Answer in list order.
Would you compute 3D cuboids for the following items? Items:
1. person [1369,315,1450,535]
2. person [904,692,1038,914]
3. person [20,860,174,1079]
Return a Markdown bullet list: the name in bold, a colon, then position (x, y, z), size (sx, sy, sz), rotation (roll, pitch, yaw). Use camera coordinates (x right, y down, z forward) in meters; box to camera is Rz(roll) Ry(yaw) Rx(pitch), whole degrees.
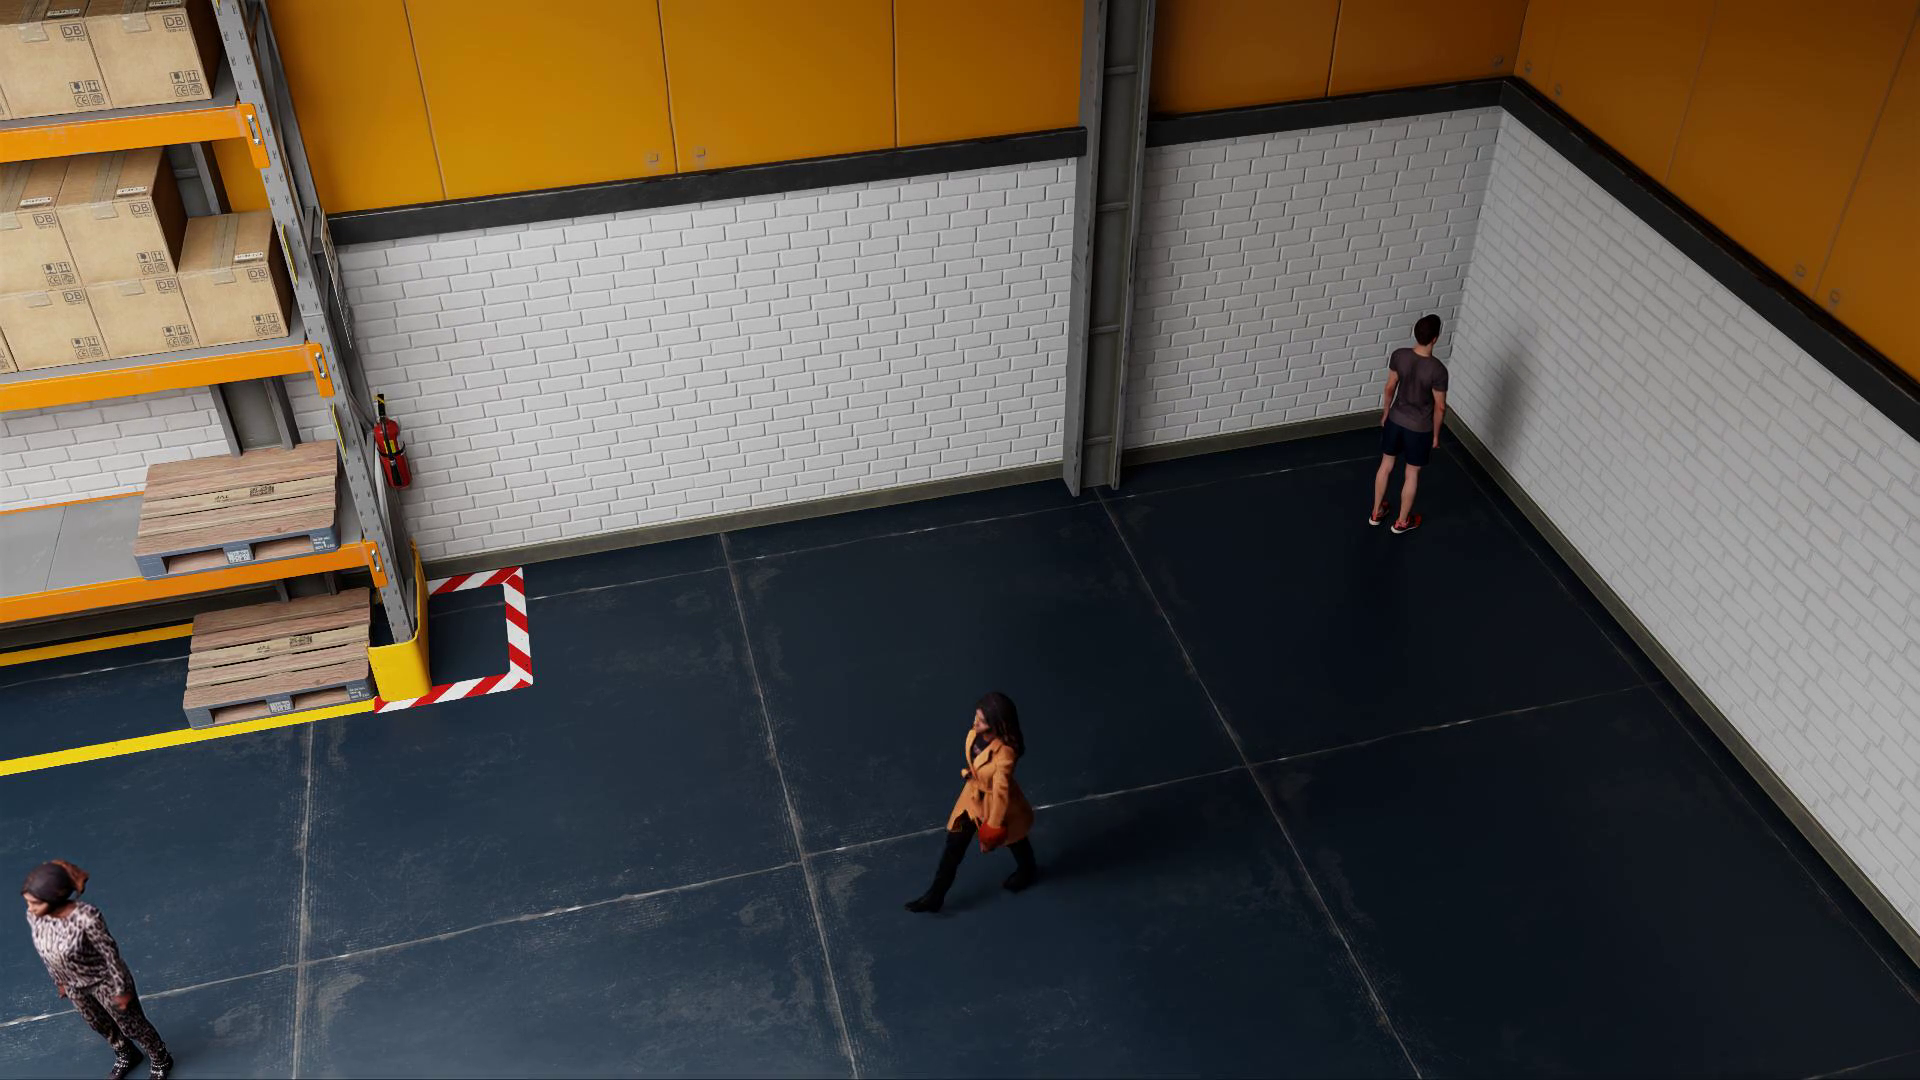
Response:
- **person**: position (3.371, -0.865, 12.476), size (0.726, 1.853, 0.743), rotation (28, 46, 30)
- **person**: position (0.277, 1.510, 9.639), size (1.175, 1.682, 0.877), rotation (-17, 42, -20)
- **person**: position (-4.489, 2.286, 8.641), size (0.632, 1.714, 0.728), rotation (8, 39, 10)
